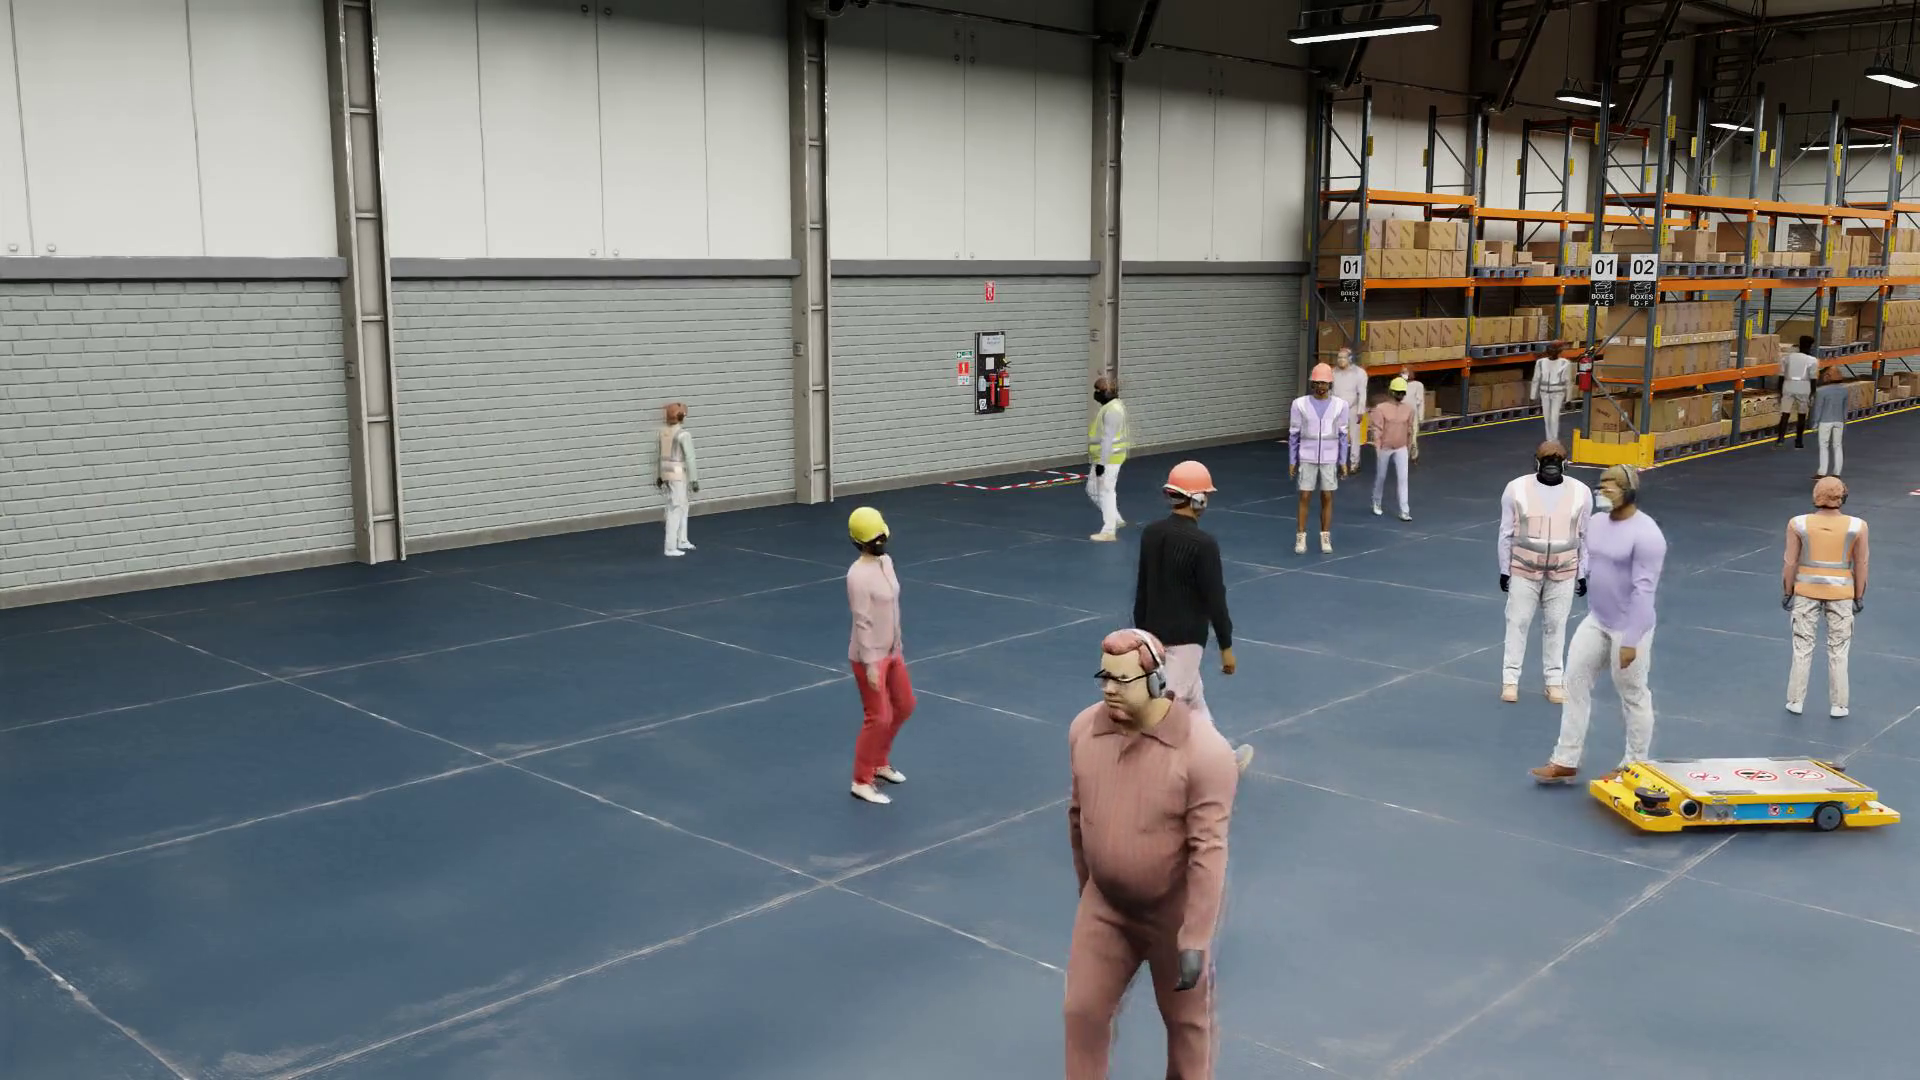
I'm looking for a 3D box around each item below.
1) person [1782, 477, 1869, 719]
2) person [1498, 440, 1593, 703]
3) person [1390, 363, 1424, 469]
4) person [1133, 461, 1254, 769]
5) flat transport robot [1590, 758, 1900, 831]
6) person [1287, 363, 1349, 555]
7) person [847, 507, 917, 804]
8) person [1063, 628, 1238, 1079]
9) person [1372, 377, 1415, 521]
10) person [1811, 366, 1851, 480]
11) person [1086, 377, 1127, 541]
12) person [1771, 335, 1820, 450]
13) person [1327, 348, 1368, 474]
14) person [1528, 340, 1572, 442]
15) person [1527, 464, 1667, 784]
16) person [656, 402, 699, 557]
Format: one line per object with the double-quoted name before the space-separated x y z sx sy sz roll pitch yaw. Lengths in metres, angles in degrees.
"person" 5.820 0.388 11.212 0.512 1.639 0.312 5 11 28
"person" 4.069 0.223 11.597 0.620 1.845 0.430 2 9 11
"person" 6.606 -1.803 24.607 0.533 1.619 0.378 6 11 34
"person" 1.356 0.526 9.413 0.979 1.946 0.653 -5 11 -28
"flat transport robot" 4.330 1.398 9.215 1.431 0.197 0.652 -1 9 -4
"person" 3.790 -0.852 17.635 0.640 2.034 0.530 1 9 6
"person" -0.475 0.651 9.382 0.360 1.726 0.618 3 10 20
"person" 0.556 1.220 5.417 0.661 1.875 0.803 6 11 34
"person" 5.238 -1.115 20.147 0.526 1.721 0.920 0 9 -1
"person" 12.398 -1.655 23.681 0.507 1.631 0.266 -1 9 -6
"person" 1.617 -0.886 18.408 0.439 1.823 0.630 -1 9 -4
"person" 13.882 -2.439 27.634 0.635 1.919 0.763 7 12 38
"person" 5.583 -1.850 24.201 0.666 1.856 0.994 6 11 33
"person" 9.523 -2.292 26.901 0.594 1.850 0.848 8 12 41
"person" 3.667 0.520 9.564 0.832 1.910 0.662 -3 10 -16
"person" -2.914 -0.640 17.509 0.610 1.617 0.548 -8 12 -42
